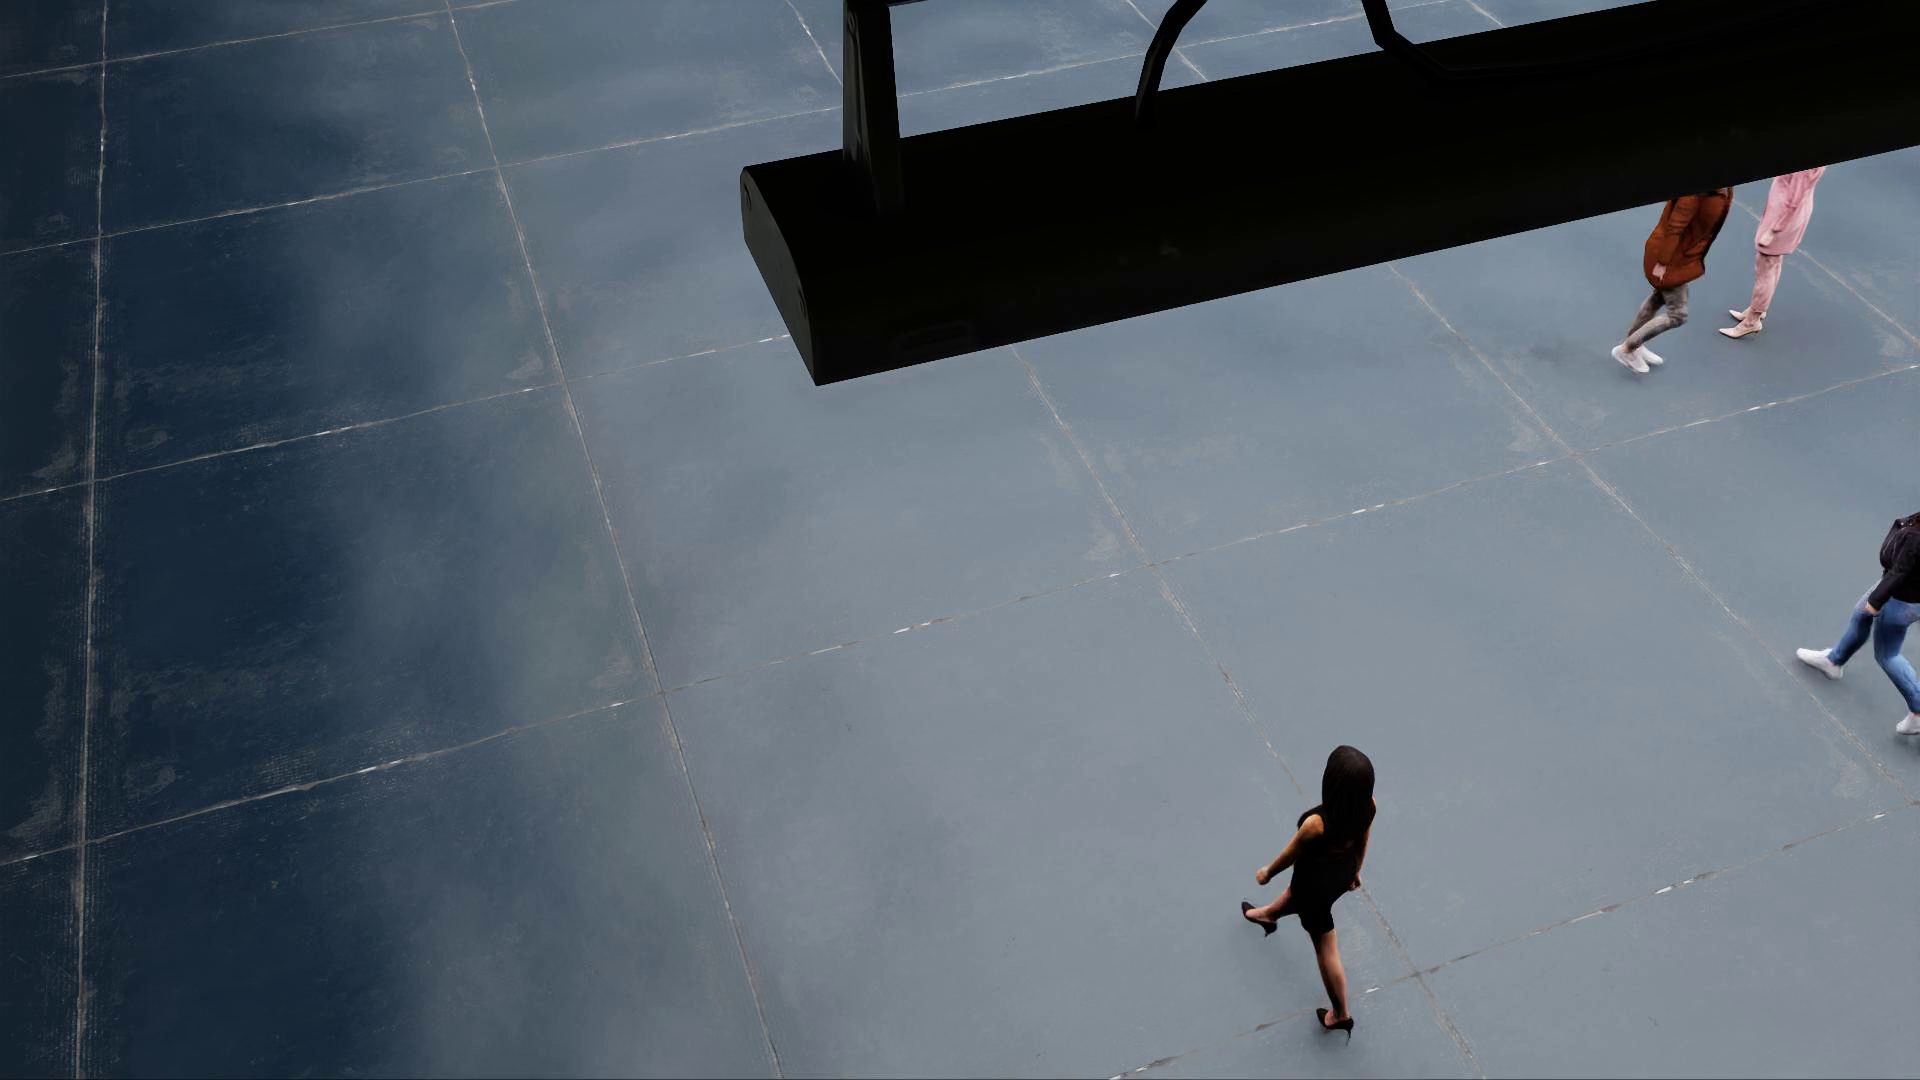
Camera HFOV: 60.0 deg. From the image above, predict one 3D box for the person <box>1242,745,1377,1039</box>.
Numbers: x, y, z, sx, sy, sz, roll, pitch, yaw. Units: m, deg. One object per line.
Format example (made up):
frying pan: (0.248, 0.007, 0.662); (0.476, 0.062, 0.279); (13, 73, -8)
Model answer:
person: (1.630, 1.578, 7.290); (0.737, 1.599, 1.102); (-25, 48, -24)

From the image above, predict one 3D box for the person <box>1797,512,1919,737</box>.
person: (4.969, 0.325, 8.630); (0.861, 1.601, 1.146); (-29, 50, -28)

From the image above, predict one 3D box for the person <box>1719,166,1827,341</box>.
person: (5.523, -2.140, 11.123); (0.707, 1.803, 0.693); (27, 49, 26)

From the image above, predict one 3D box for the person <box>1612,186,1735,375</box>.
person: (4.578, -1.892, 10.844); (0.895, 1.820, 0.835); (16, 45, 16)
